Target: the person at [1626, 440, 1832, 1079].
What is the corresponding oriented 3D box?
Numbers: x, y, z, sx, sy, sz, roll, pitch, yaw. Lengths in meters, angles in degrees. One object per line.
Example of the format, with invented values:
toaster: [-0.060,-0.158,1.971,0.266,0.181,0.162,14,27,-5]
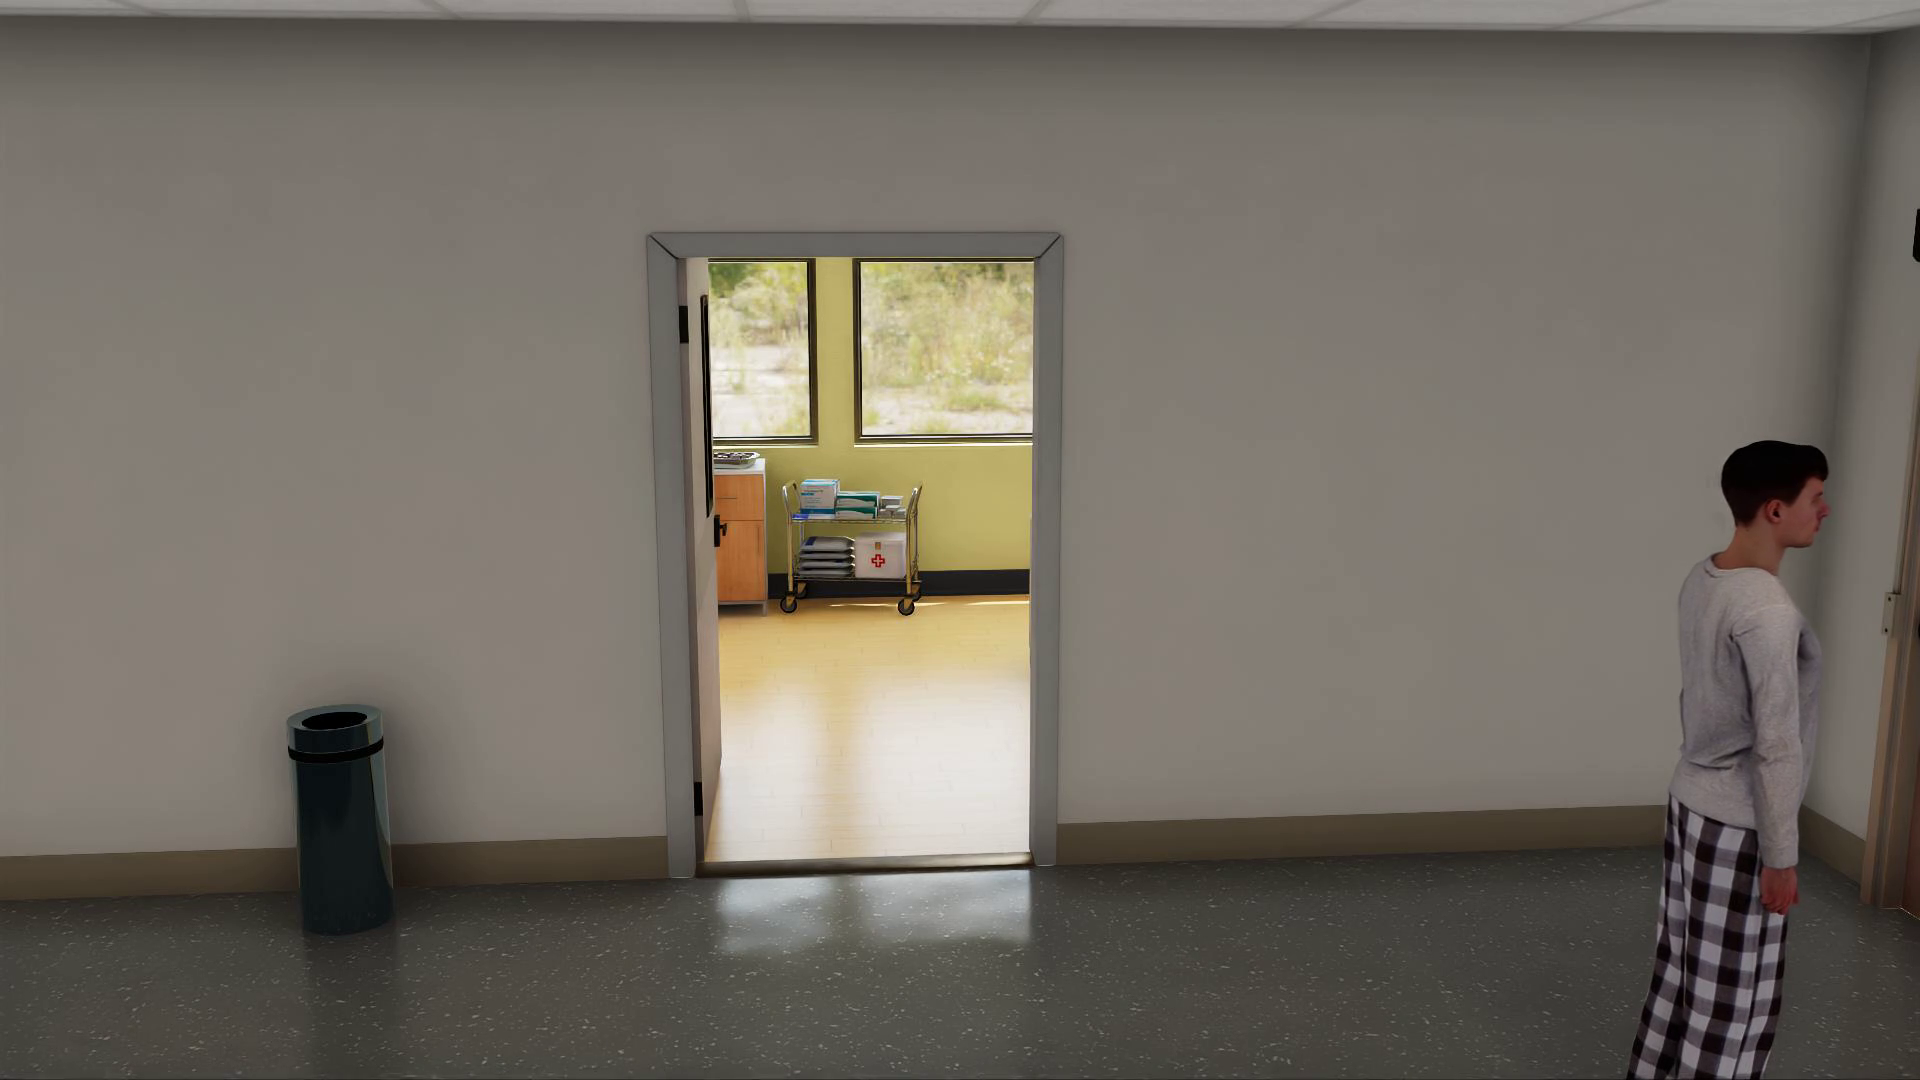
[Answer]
person: [1.850,0.673,3.997,0.586,1.847,0.664,1,11,4]
